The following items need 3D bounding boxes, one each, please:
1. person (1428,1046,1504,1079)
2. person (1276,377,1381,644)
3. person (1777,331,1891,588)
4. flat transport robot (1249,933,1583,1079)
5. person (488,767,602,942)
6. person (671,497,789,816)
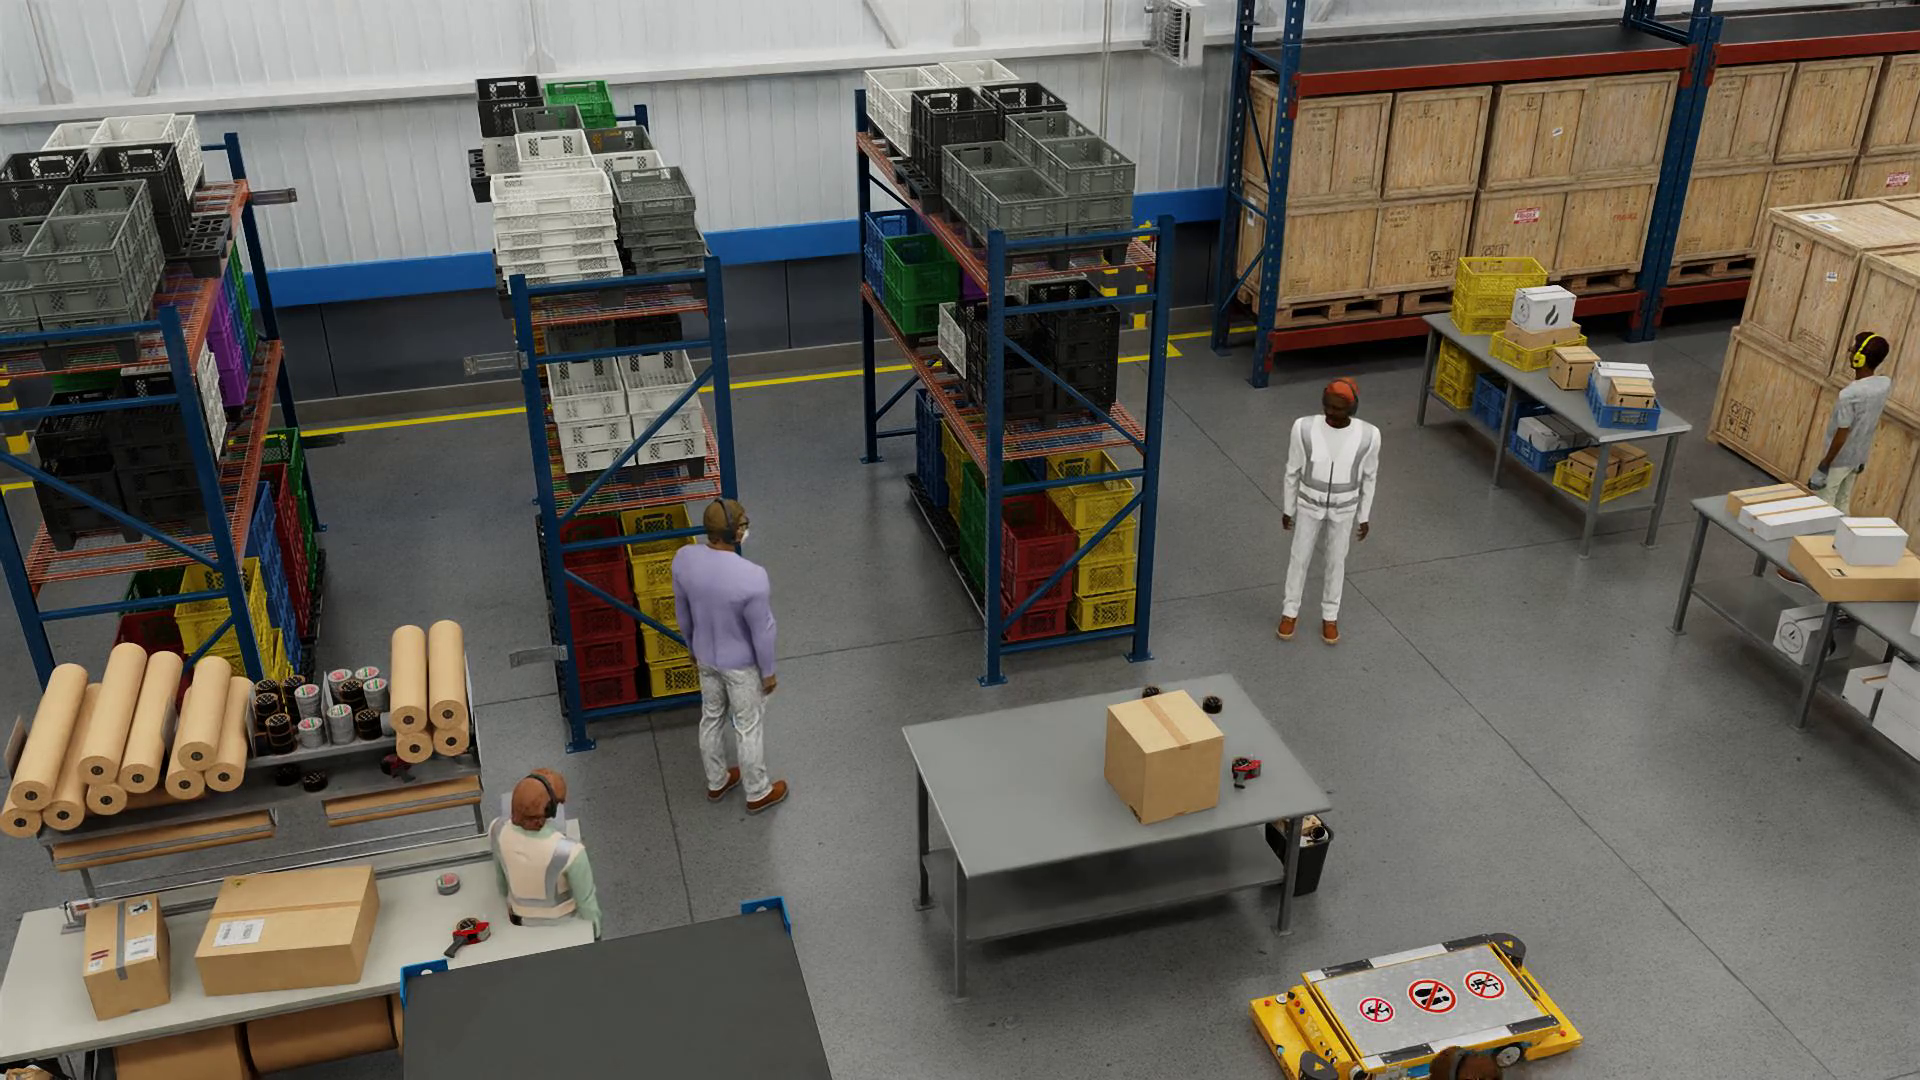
[{"bbox_3d":[1.888,2.546,5.932,0.776,1.810,0.433,3,29,6],"label":"person"},{"bbox_3d":[2.387,-0.192,10.822,0.574,1.881,0.357,6,29,11],"label":"person"},{"bbox_3d":[6.071,-0.545,11.477,0.534,1.869,0.311,-17,33,-28],"label":"person"},{"bbox_3d":[2.184,2.282,7.980,1.431,0.197,0.652,-8,30,-14],"label":"flat transport robot"},{"bbox_3d":[-1.864,1.748,7.551,0.526,1.630,0.317,11,31,19],"label":"person"},{"bbox_3d":[-1.281,0.650,9.235,0.628,1.936,0.375,16,32,26],"label":"person"}]
